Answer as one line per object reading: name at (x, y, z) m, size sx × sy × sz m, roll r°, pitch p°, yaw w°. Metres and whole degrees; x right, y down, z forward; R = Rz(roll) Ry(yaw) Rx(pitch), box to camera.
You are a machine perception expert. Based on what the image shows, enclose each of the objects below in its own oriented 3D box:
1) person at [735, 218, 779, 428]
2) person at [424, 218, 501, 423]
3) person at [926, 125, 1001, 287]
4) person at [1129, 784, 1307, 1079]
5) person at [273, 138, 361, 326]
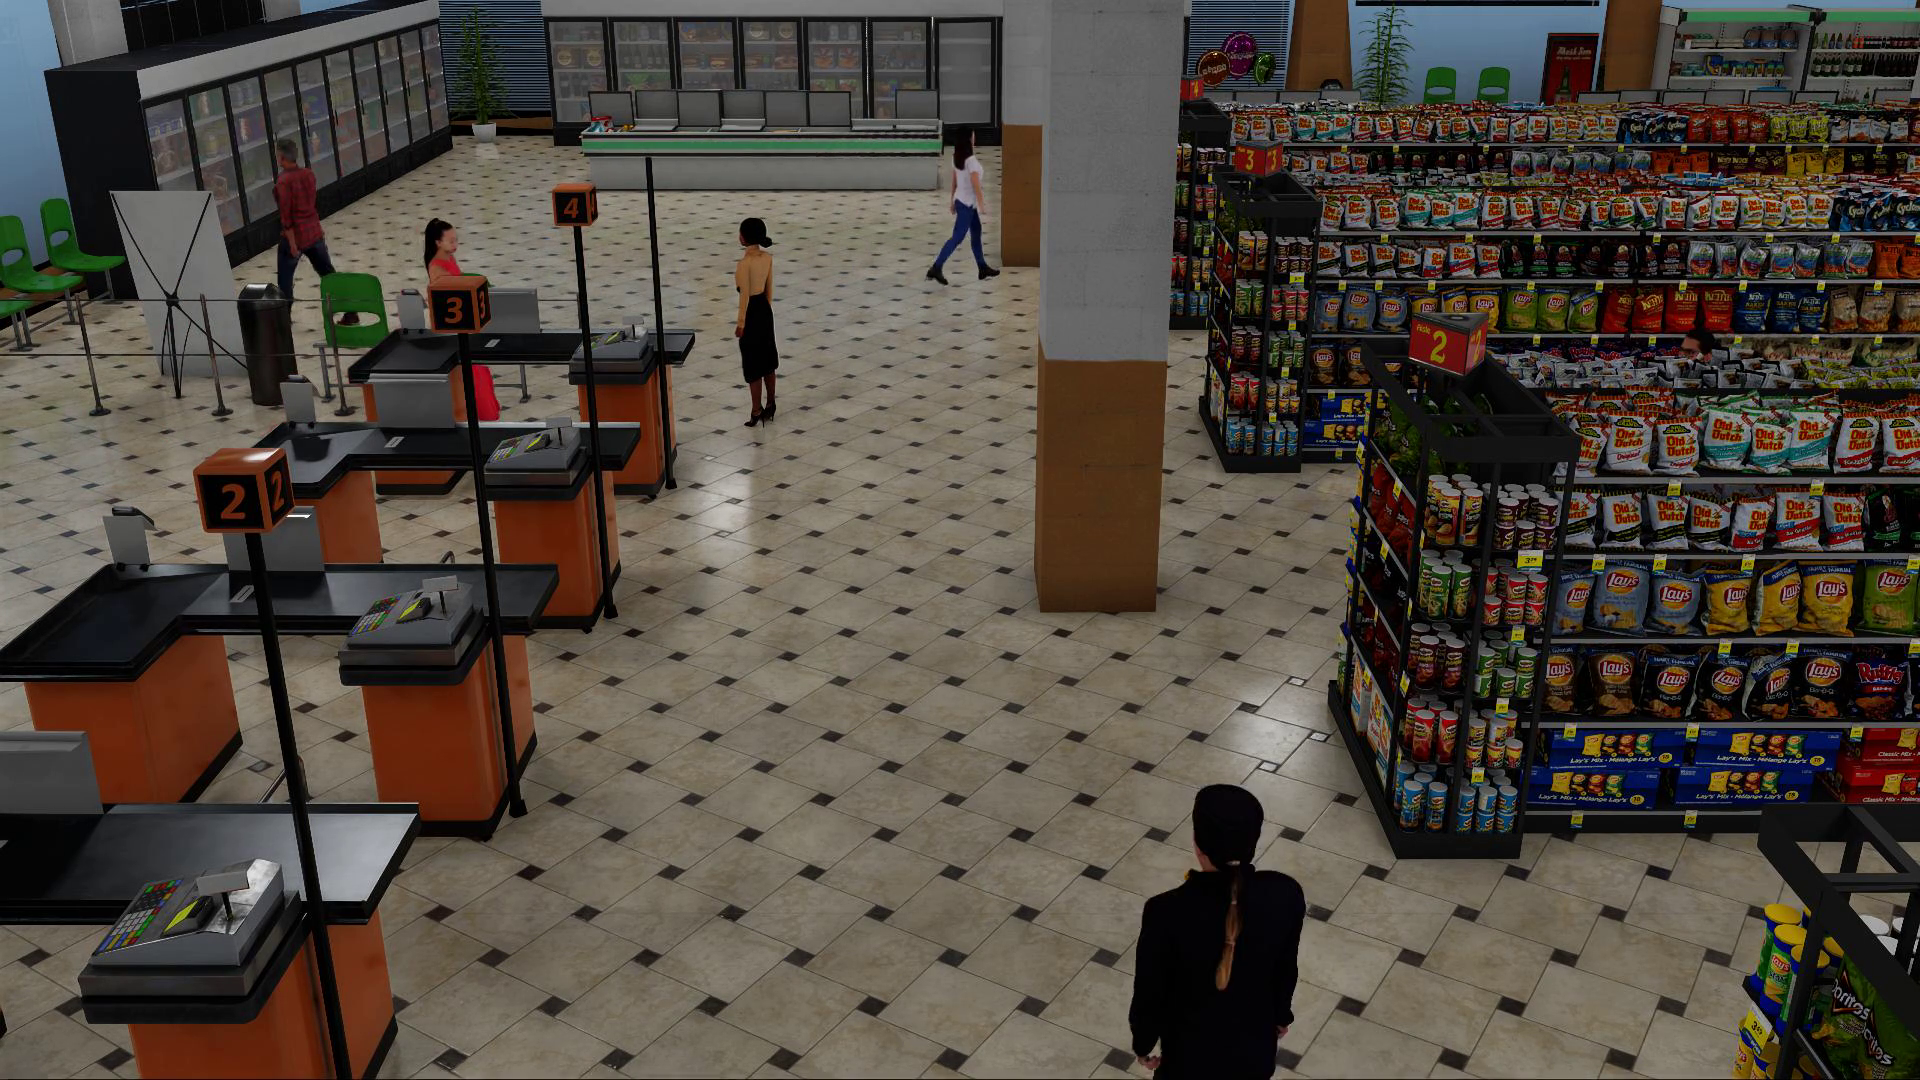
person at (-1.609, -1.713, 13.086) m, size 0.676 × 1.653 × 0.662 m, roll 11°, pitch 25°, yaw 26°
person at (-3.984, -1.601, 12.752) m, size 1.019 × 1.695 × 0.626 m, roll -2°, pitch 22°, yaw -5°
person at (-0.014, -3.454, 17.428) m, size 1.209 × 1.646 × 0.899 m, roll -9°, pitch 23°, yaw -20°
person at (0.781, 1.545, 4.967) m, size 0.857 × 1.661 × 0.870 m, roll -5°, pitch 22°, yaw -12°
person at (-6.130, -2.846, 15.732) m, size 1.348 × 1.781 × 1.048 m, roll 10°, pitch 24°, yaw 22°
